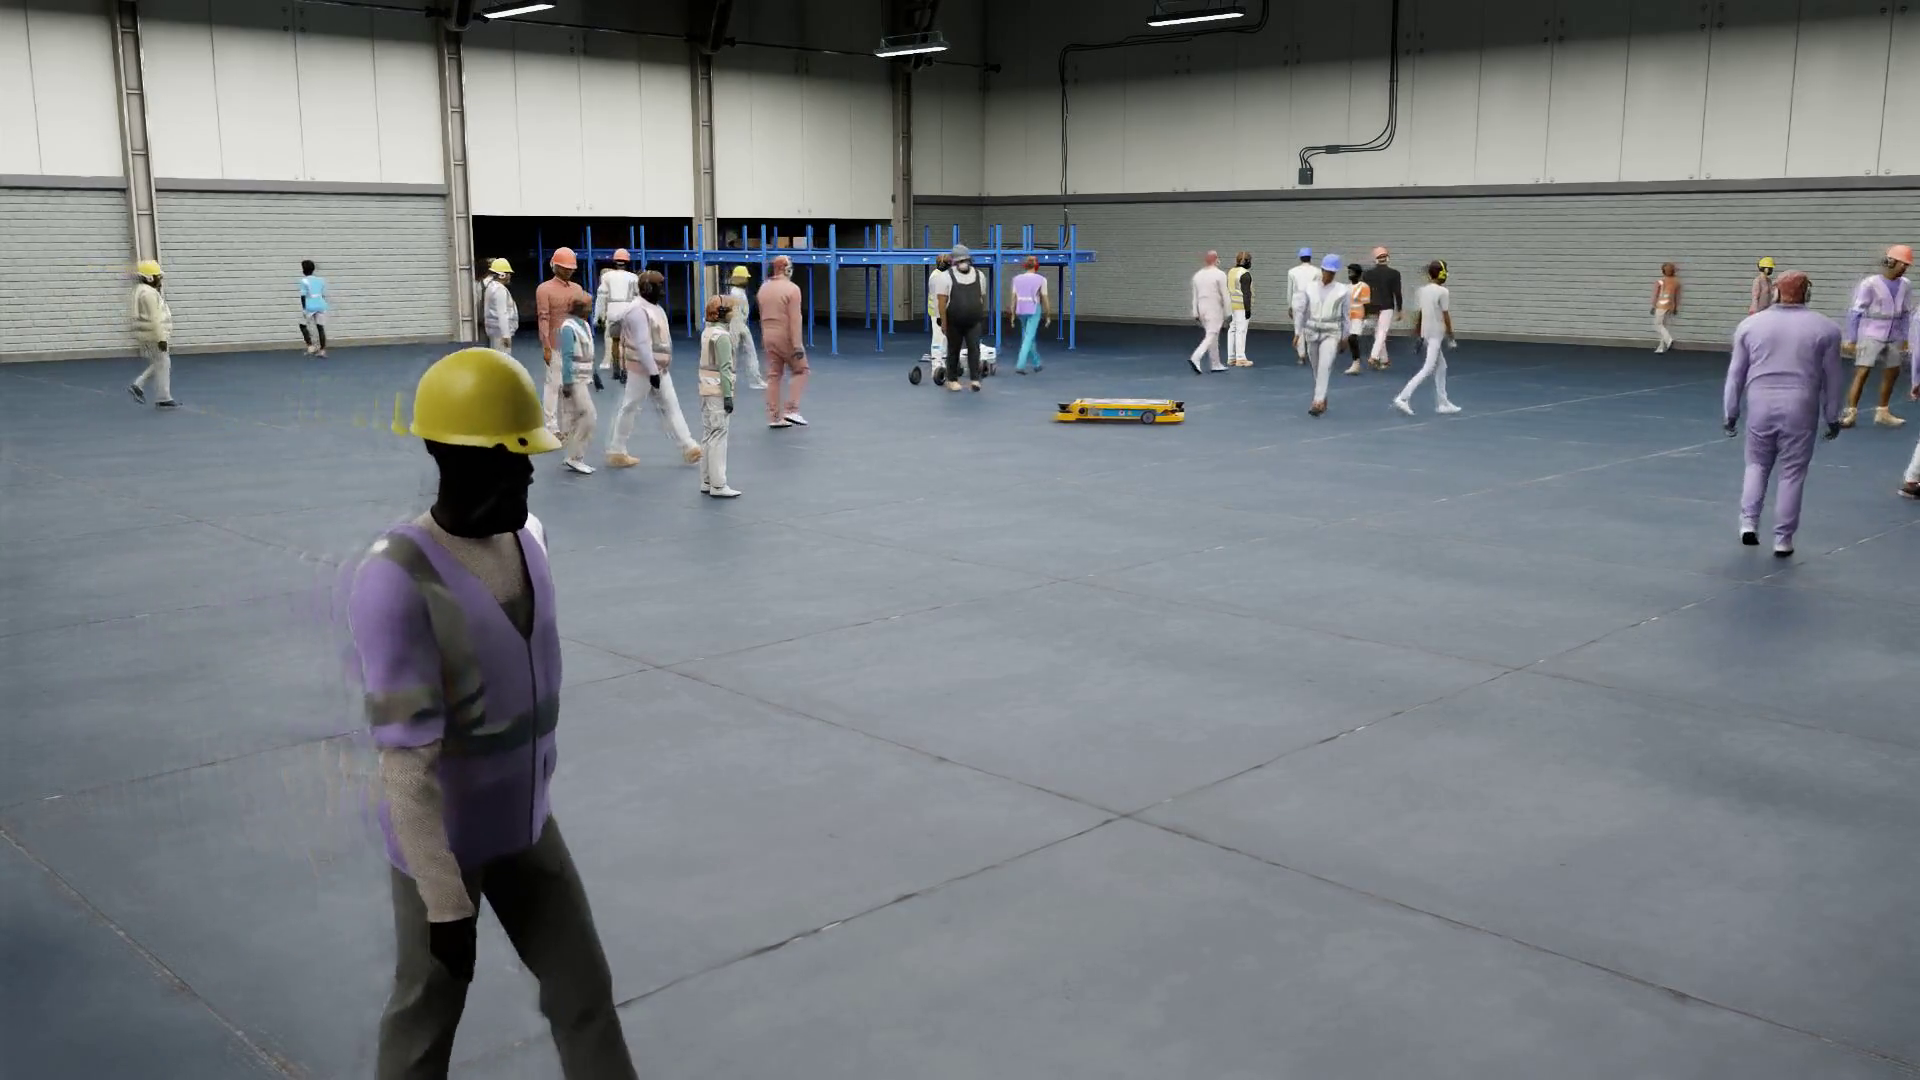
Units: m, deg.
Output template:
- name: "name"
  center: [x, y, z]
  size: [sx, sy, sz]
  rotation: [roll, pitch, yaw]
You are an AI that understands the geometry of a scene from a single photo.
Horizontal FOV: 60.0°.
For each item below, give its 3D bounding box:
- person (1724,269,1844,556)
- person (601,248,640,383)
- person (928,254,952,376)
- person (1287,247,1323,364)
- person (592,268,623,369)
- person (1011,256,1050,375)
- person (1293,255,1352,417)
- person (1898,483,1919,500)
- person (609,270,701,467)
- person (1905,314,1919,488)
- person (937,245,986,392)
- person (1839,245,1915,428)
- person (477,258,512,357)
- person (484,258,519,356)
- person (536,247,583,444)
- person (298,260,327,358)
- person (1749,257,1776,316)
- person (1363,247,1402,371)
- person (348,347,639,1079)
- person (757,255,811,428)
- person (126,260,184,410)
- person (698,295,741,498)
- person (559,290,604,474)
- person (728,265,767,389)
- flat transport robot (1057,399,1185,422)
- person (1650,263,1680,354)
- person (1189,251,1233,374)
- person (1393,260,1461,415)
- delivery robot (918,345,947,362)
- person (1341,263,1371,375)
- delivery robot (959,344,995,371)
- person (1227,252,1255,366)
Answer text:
- name: "person"
  center: [5.475, -0.846, 11.075]
  size: [0.687, 1.887, 0.426]
  rotation: [8, 13, 36]
- name: "person"
  center: [-4.863, -3.229, 23.957]
  size: [0.580, 1.917, 0.536]
  rotation: [-1, 10, -4]
- name: "person"
  center: [-0.261, -3.417, 25.246]
  size: [0.430, 1.836, 0.618]
  rotation: [3, 11, 15]
- name: "person"
  center: [5.708, -3.880, 27.514]
  size: [0.605, 1.923, 0.466]
  rotation: [2, 11, 9]
- name: "person"
  center: [-5.460, -3.479, 26.202]
  size: [0.763, 1.601, 0.502]
  rotation: [5, 11, 25]
- name: "person"
  center: [1.085, -3.448, 25.506]
  size: [0.580, 1.791, 0.993]
  rotation: [7, 12, 33]
- name: "person"
  center: [4.284, -2.415, 19.637]
  size: [0.613, 1.886, 1.060]
  rotation: [5, 12, 27]
- name: "person"
  center: [7.751, -1.196, 12.898]
  size: [0.783, 1.909, 0.693]
  rotation: [5, 11, 24]
- name: "person"
  center: [-2.798, -1.567, 15.264]
  size: [0.996, 1.785, 0.651]
  rotation: [2, 11, 9]
- name: "person"
  center: [8.161, -1.307, 13.647]
  size: [1.021, 1.874, 0.616]
  rotation: [-3, 11, -15]
- name: "person"
  center: [0.042, -2.997, 22.485]
  size: [0.710, 2.000, 1.017]
  rotation: [-2, 11, -12]
- name: "person"
  center: [10.095, -2.230, 18.327]
  size: [0.874, 2.004, 0.420]
  rotation: [-3, 11, -14]
- name: "person"
  center: [-6.571, -3.049, 23.323]
  size: [0.545, 1.805, 0.959]
  rotation: [5, 12, 27]
- name: "person"
  center: [-5.677, -2.566, 20.617]
  size: [0.403, 1.829, 0.596]
  rotation: [-5, 11, -25]
- name: "person"
  center: [-4.035, -1.980, 16.979]
  size: [0.401, 1.984, 0.612]
  rotation: [6, 12, 31]
- name: "person"
  center: [-11.251, -4.008, 28.874]
  size: [0.467, 1.685, 0.548]
  rotation: [6, 12, 30]
- name: "person"
  center: [12.968, -3.686, 26.904]
  size: [0.517, 1.757, 0.336]
  rotation: [-9, 14, -41]
- name: "person"
  center: [6.640, -3.662, 26.314]
  size: [0.628, 1.937, 1.038]
  rotation: [7, 13, 34]
- name: "person"
  center: [-0.853, 0.577, 3.283]
  size: [0.904, 1.886, 0.620]
  rotation: [4, 11, 19]
- name: "person"
  center: [-1.903, -2.181, 18.323]
  size: [0.679, 1.887, 0.542]
  rotation: [9, 14, 40]
- name: "person"
  center: [-9.845, -2.496, 20.264]
  size: [0.512, 1.818, 0.595]
  rotation: [-6, 12, -31]
- name: "person"
  center: [-1.969, -1.172, 13.550]
  size: [0.318, 1.631, 0.514]
  rotation: [-5, 11, -24]
- name: "person"
  center: [-3.362, -1.395, 14.769]
  size: [0.410, 1.623, 0.520]
  rotation: [0, 10, 1]
- name: "person"
  center: [-3.098, -2.941, 22.984]
  size: [0.892, 1.699, 0.499]
  rotation: [1, 10, 3]
- name: "flat transport robot"
  center: [1.861, -1.500, 19.151]
  size: [1.431, 0.197, 0.652]
  rotation: [2, 10, 8]
- name: "person"
  center: [12.613, -4.126, 29.664]
  size: [0.514, 1.629, 0.585]
  rotation: [-3, 11, -15]
- name: "person"
  center: [3.844, -3.514, 25.628]
  size: [0.893, 1.878, 0.640]
  rotation: [-7, 12, -32]
- name: "person"
  center: [5.581, -2.407, 19.740]
  size: [0.937, 1.833, 0.520]
  rotation: [-2, 11, -13]
- name: "delivery robot"
  center: [-0.349, -2.688, 23.890]
  size: [0.335, 0.223, 0.698]
  rotation: [6, 12, 30]
- name: "person"
  center: [5.958, -3.353, 25.269]
  size: [0.475, 1.677, 0.557]
  rotation: [-5, 12, -26]
- name: "delivery robot"
  center: [0.263, -2.801, 25.215]
  size: [0.477, 0.478, 0.707]
  rotation: [5, 12, 25]
- name: "person"
  center: [4.582, -3.765, 27.114]
  size: [0.429, 1.837, 0.633]
  rotation: [-3, 11, -18]
